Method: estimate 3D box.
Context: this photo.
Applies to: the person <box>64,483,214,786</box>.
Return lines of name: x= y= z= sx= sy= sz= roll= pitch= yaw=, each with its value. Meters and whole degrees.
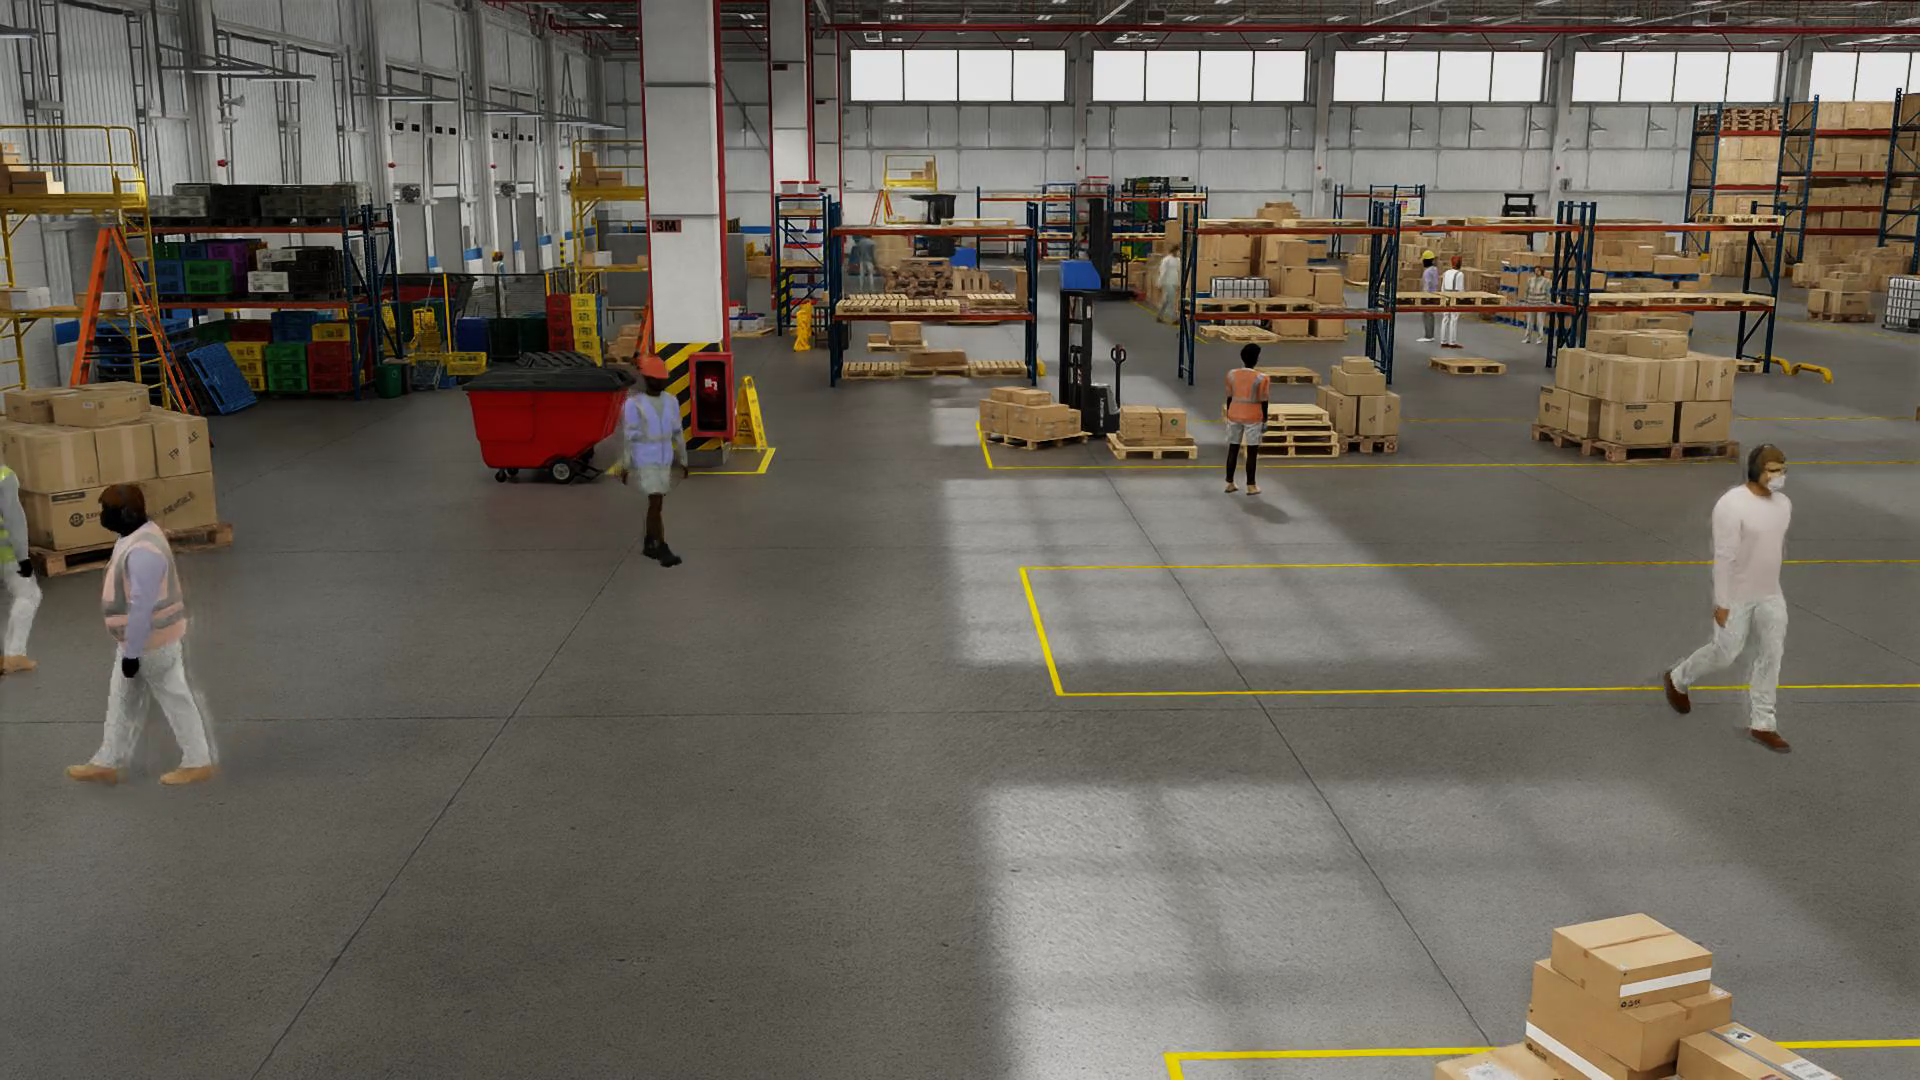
person: x=-4.811 y=0.577 z=9.554 sx=0.875 sy=1.805 sz=0.653 roll=-7 pitch=14 yaw=-29

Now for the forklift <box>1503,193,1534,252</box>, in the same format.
forklift: x=18.979 y=-10.417 z=56.752 sx=1.129 sy=2.768 sz=1.873 roll=5 pitch=13 yaw=21

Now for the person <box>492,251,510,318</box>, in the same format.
person: x=-11.308 y=-6.263 z=40.848 sx=0.313 sy=1.634 sz=0.514 roll=-11 pitch=16 yaw=-40

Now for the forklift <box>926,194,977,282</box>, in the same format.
forklift: x=-0.474 y=-9.888 z=54.365 sx=1.873 sy=2.768 sz=1.129 roll=-7 pitch=14 yaw=-28

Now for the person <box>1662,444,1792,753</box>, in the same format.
person: x=4.904 y=0.323 z=10.469 sx=0.628 sy=1.912 sz=0.862 roll=-5 pitch=14 yaw=-22

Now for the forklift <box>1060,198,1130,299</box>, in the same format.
forklift: x=3.798 y=-8.210 z=46.791 sx=1.873 sy=2.768 sz=1.129 roll=0 pitch=12 yaw=-2

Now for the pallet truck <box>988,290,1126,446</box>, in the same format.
pallet truck: x=1.257 y=-2.299 z=22.111 sx=1.885 sy=1.965 sz=0.823 roll=-9 pitch=15 yaw=-35

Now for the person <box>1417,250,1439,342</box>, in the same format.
person: x=9.903 y=-5.152 z=35.158 sx=0.376 sy=1.926 sz=0.593 roll=7 pitch=14 yaw=29

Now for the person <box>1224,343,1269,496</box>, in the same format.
person: x=3.176 y=-1.336 z=18.471 sx=0.535 sy=1.693 sz=0.321 roll=9 pitch=15 yaw=34

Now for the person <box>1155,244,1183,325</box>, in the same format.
person: x=4.946 y=-6.016 z=39.191 sx=0.987 sy=1.893 sz=0.631 roll=12 pitch=17 yaw=43

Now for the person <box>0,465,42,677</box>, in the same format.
person: x=-6.806 y=0.090 z=11.704 sx=0.658 sy=1.826 sz=0.484 roll=2 pitch=13 yaw=7

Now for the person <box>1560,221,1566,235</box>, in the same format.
person: x=19.972 y=-9.600 z=55.209 sx=0.548 sy=1.936 sz=0.378 roll=-10 pitch=16 yaw=-37

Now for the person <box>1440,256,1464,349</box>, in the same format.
person: x=9.994 y=-4.812 z=33.716 sx=0.349 sy=1.882 sz=0.577 roll=-5 pitch=14 yaw=-23

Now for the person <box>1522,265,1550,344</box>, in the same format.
person: x=12.041 y=-4.916 z=34.744 sx=0.510 sy=1.640 sz=0.308 roll=10 pitch=16 yaw=38

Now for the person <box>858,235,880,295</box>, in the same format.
person: x=-2.686 y=-7.990 z=48.055 sx=0.664 sy=1.912 sz=0.575 roll=7 pitch=14 yaw=30

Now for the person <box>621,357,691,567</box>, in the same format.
person: x=-2.723 y=-0.708 z=15.144 sx=0.594 sy=1.896 sz=0.907 roll=-12 pitch=17 yaw=-43
